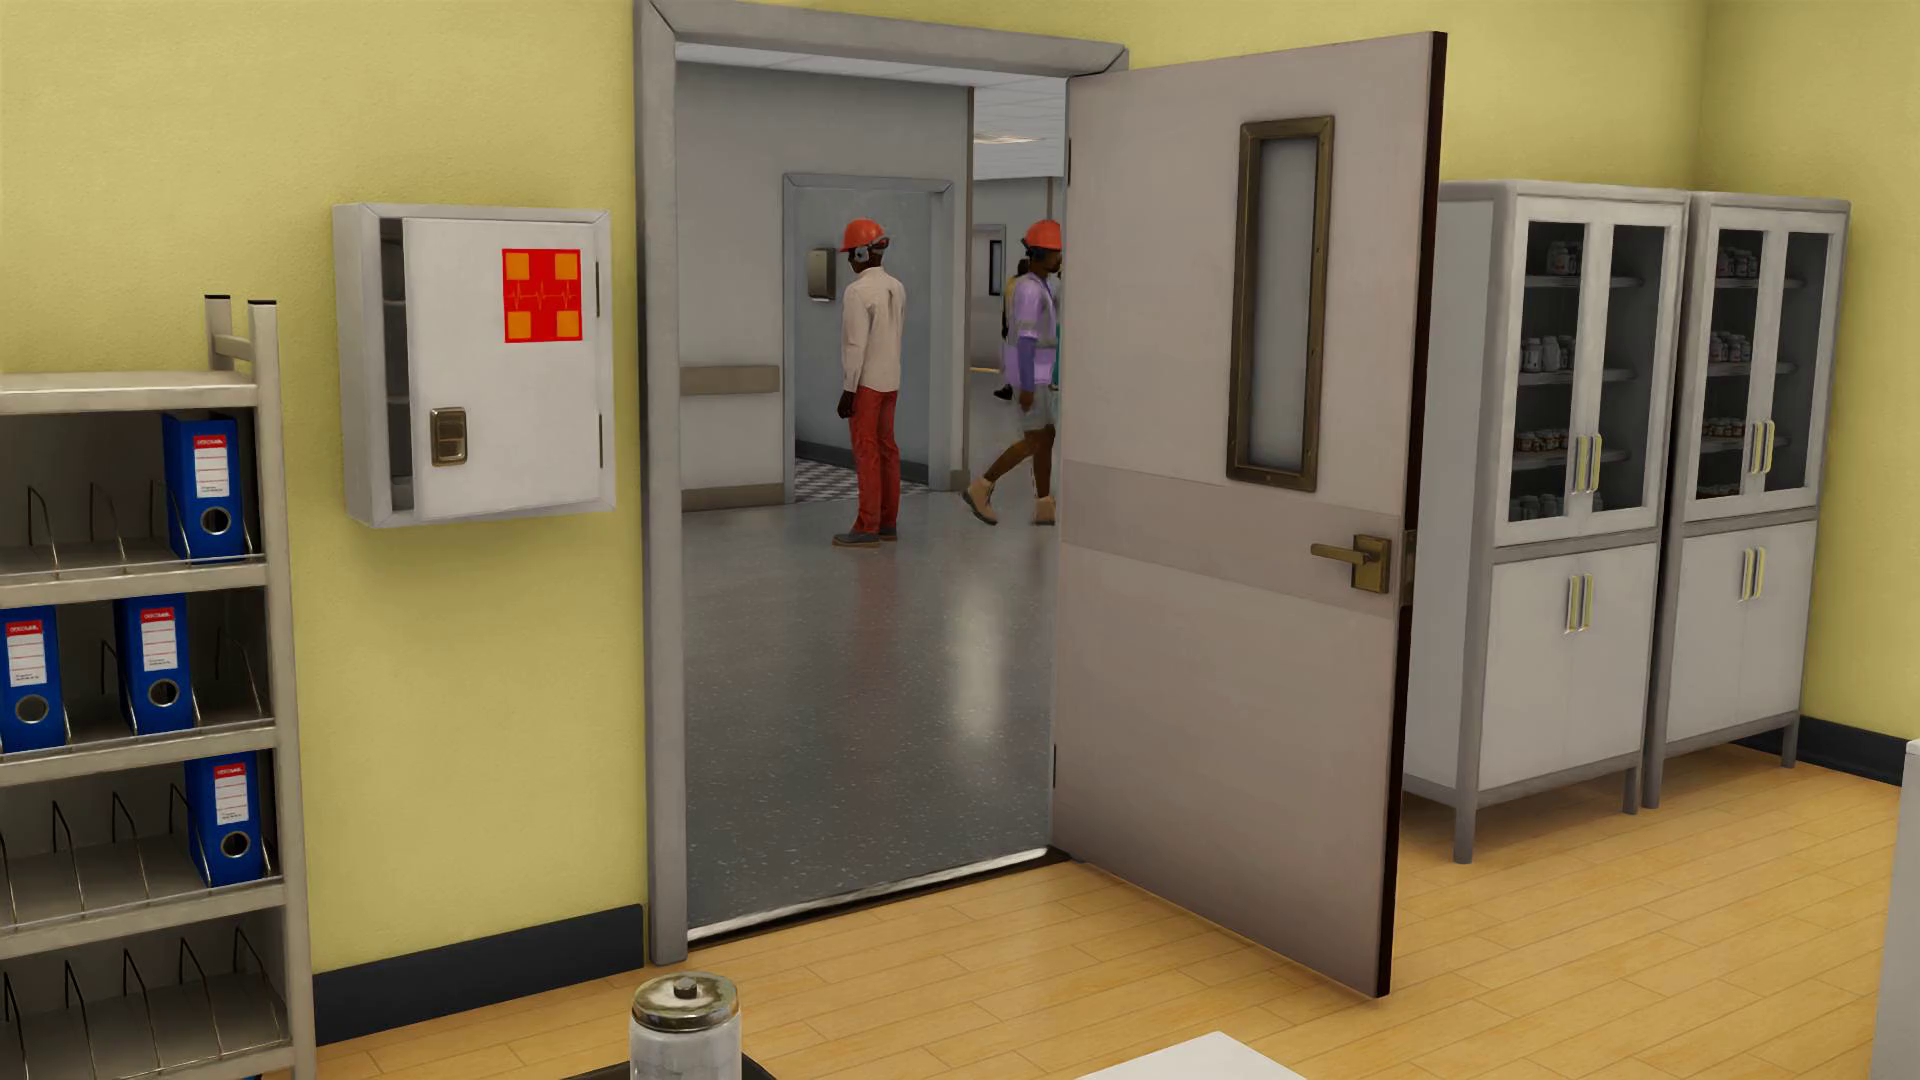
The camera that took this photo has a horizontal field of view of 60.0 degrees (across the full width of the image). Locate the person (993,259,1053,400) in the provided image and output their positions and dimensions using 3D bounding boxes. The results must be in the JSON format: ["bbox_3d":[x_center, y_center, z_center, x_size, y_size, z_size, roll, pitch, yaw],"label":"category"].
[{"bbox_3d":[0.806,-2.660,20.784,0.753,1.891,0.584,-4,11,-26],"label":"person"}]

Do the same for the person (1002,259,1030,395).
[{"bbox_3d":[0.853,-2.798,21.943,0.682,1.794,0.659,-5,11,-32],"label":"person"}]

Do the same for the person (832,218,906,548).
[{"bbox_3d":[-0.557,-0.947,10.123,0.385,1.990,0.608,5,10,24],"label":"person"}]

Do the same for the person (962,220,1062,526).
[{"bbox_3d":[0.445,-1.076,10.889,0.676,2.030,0.636,2,10,8],"label":"person"}]
